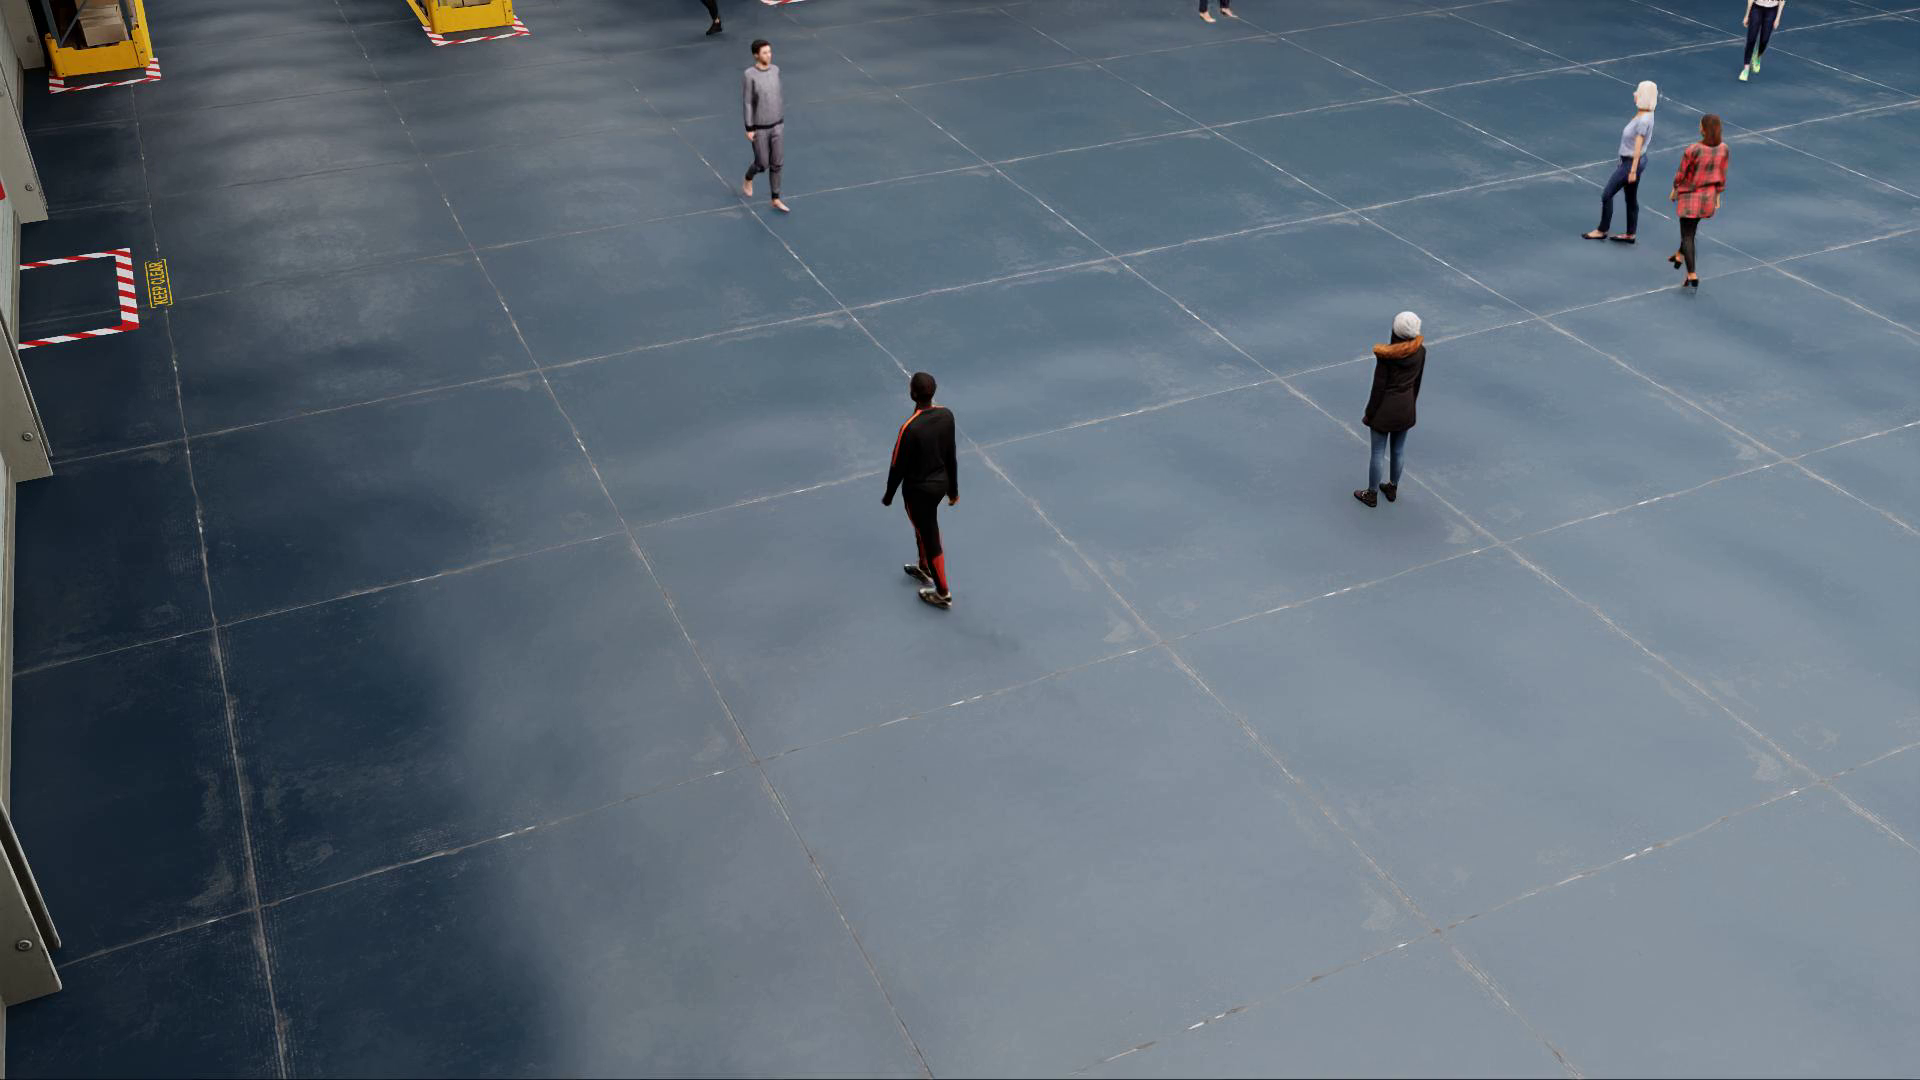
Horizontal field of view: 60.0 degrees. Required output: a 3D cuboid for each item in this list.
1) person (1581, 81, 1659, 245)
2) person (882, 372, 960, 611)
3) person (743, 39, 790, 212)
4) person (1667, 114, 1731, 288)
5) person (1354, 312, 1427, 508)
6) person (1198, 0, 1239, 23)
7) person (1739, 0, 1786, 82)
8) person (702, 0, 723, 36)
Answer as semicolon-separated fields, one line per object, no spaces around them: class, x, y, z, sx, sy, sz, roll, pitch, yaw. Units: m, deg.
person;6.987;-3.835;17.067;0.897;1.706;0.827;14;36;21
person;-0.170;-0.297;11.552;0.911;1.789;0.790;26;41;34
person;-2.155;-4.502;17.978;0.843;1.833;0.986;-26;41;-34
person;7.217;-3.271;16.245;0.852;1.658;1.160;-3;33;-5
person;3.327;-1.013;12.794;0.624;1.634;0.603;-13;35;-19
person;3.464;-7.982;22.746;0.934;1.772;0.963;12;35;18
person;10.520;-6.907;21.807;0.785;1.689;0.839;14;36;21
person;-3.499;-8.021;23.511;0.653;1.700;0.760;27;42;35
